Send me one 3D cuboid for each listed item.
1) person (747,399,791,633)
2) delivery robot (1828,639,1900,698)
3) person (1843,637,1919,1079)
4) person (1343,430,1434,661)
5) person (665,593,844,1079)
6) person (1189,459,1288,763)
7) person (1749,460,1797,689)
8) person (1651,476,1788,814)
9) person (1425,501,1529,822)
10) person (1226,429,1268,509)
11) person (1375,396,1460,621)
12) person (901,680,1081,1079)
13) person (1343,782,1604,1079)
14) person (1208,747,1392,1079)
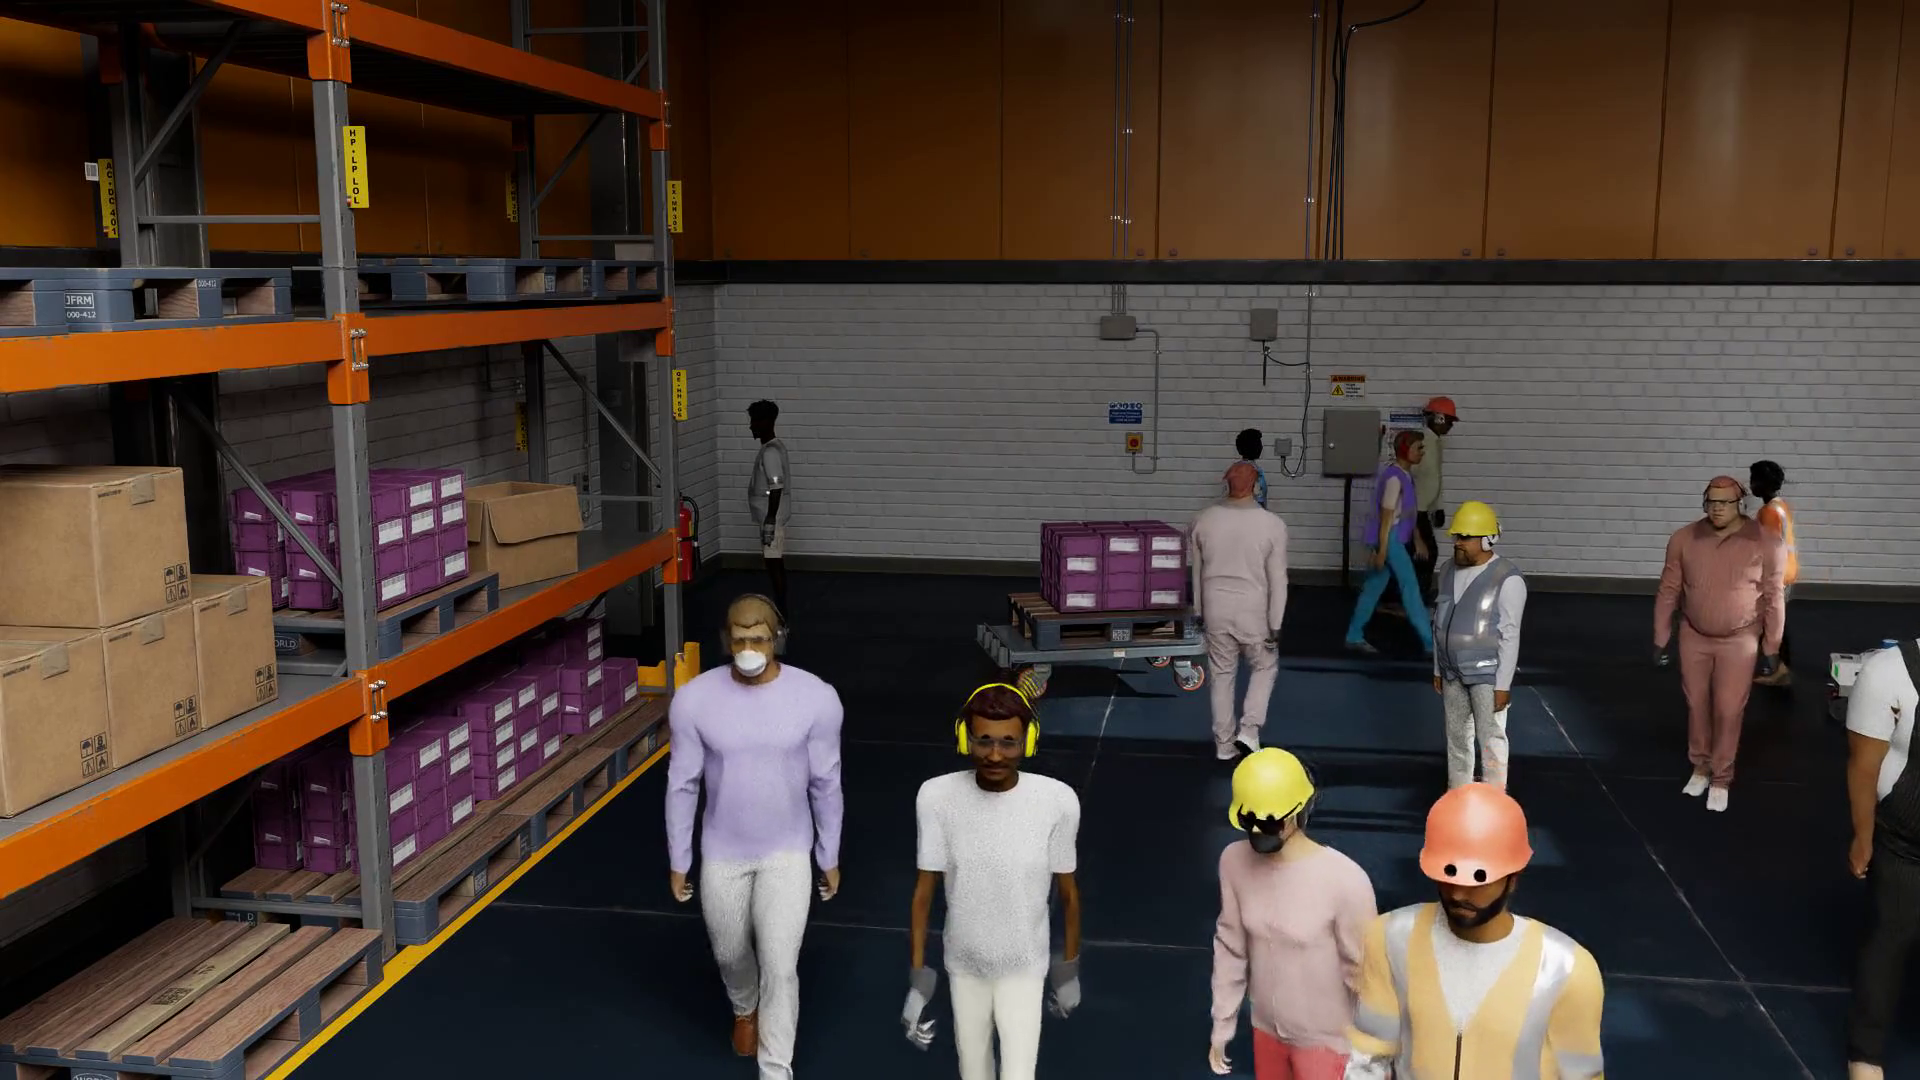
[{"bbox_3d":[-1.595,-0.197,13.942,0.362,1.962,0.613,-1,9,-4],"label":"person"},{"bbox_3d":[6.228,0.911,11.159,0.707,0.478,0.477,4,10,23],"label":"delivery robot"},{"bbox_3d":[3.569,1.057,5.976,0.688,2.000,0.536,1,9,6],"label":"person"},{"bbox_3d":[3.467,0.040,12.992,0.949,1.793,0.579,3,10,17],"label":"person"},{"bbox_3d":[-0.742,1.112,6.062,0.641,1.909,0.936,0,9,0],"label":"person"},{"bbox_3d":[1.717,0.445,10.215,0.649,1.888,0.426,5,10,28],"label":"person"},{"bbox_3d":[5.854,0.265,11.994,0.420,1.670,0.564,6,11,32],"label":"person"},{"bbox_3d":[4.239,0.582,9.395,0.673,1.880,0.741,8,12,40],"label":"person"},{"bbox_3d":[2.742,0.693,8.910,0.405,1.824,0.585,-5,10,-28],"label":"person"},{"bbox_3d":[2.450,-0.104,14.198,0.318,1.697,0.534,-3,10,-18],"label":"person"},{"bbox_3d":[4.020,-0.274,14.461,0.806,1.942,0.633,5,10,26],"label":"person"},{"bbox_3d":[0.098,1.319,4.974,0.493,1.849,0.669,2,10,15],"label":"person"},{"bbox_3d":[1.160,1.476,3.876,0.569,1.878,1.008,7,11,36],"label":"person"},{"bbox_3d":[0.935,1.417,4.682,0.439,1.727,0.554,-7,12,-38],"label":"person"}]
